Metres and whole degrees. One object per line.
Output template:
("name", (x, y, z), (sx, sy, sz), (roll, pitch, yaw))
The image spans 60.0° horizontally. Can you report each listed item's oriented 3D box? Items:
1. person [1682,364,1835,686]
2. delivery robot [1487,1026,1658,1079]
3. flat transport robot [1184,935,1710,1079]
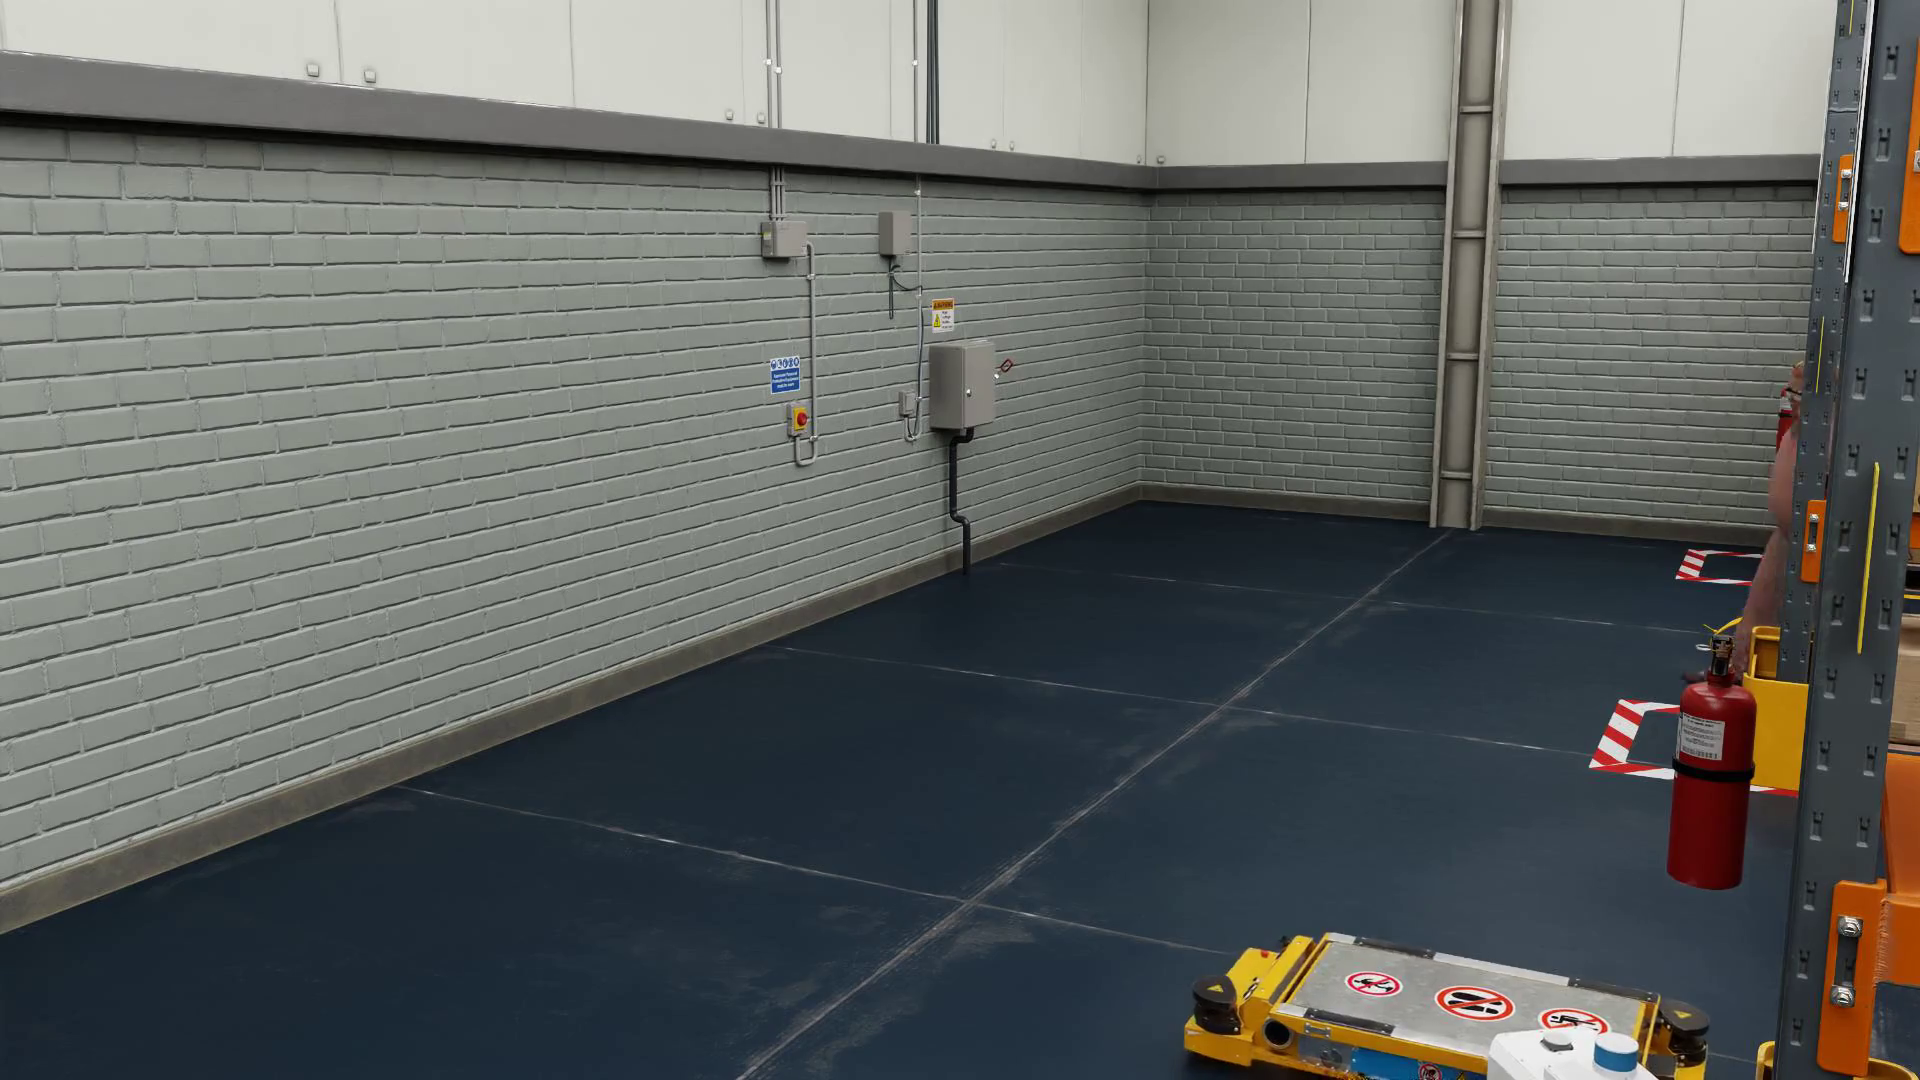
("person", (4.562, -0.028, 8.951), (1.009, 1.845, 0.664), (1, 10, 4))
("delivery robot", (1.600, 1.458, 4.091), (0.477, 0.478, 0.707), (-2, 11, -10))
("flat transport robot", (1.466, 1.475, 5.029), (1.431, 0.197, 0.652), (5, 12, 27))
